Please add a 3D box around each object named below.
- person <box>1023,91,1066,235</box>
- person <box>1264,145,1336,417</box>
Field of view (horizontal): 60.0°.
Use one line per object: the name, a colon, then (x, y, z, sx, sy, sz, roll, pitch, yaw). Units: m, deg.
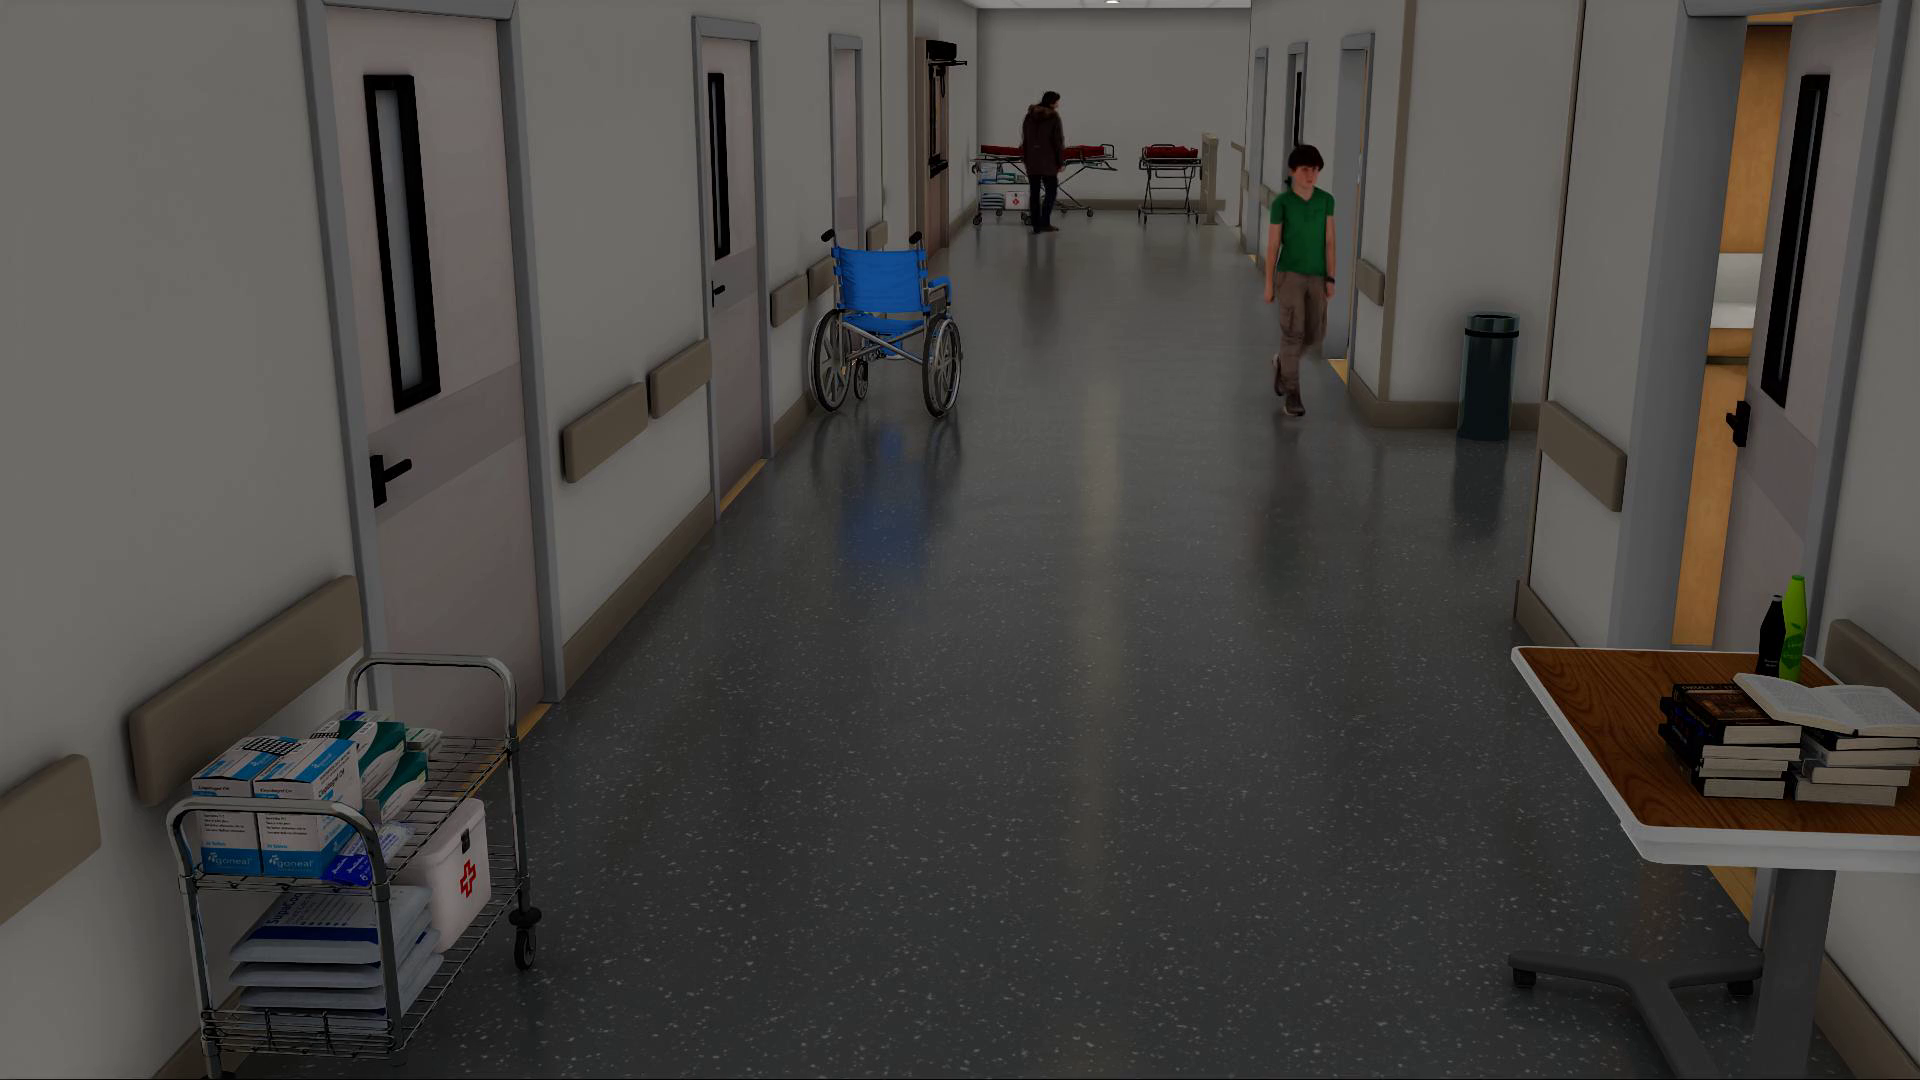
person: (1.073, -4.919, 21.718, 0.866, 1.820, 0.825, 5, 17, 18)
person: (2.103, -1.615, 10.353, 0.708, 1.629, 1.032, -2, 16, -7)
